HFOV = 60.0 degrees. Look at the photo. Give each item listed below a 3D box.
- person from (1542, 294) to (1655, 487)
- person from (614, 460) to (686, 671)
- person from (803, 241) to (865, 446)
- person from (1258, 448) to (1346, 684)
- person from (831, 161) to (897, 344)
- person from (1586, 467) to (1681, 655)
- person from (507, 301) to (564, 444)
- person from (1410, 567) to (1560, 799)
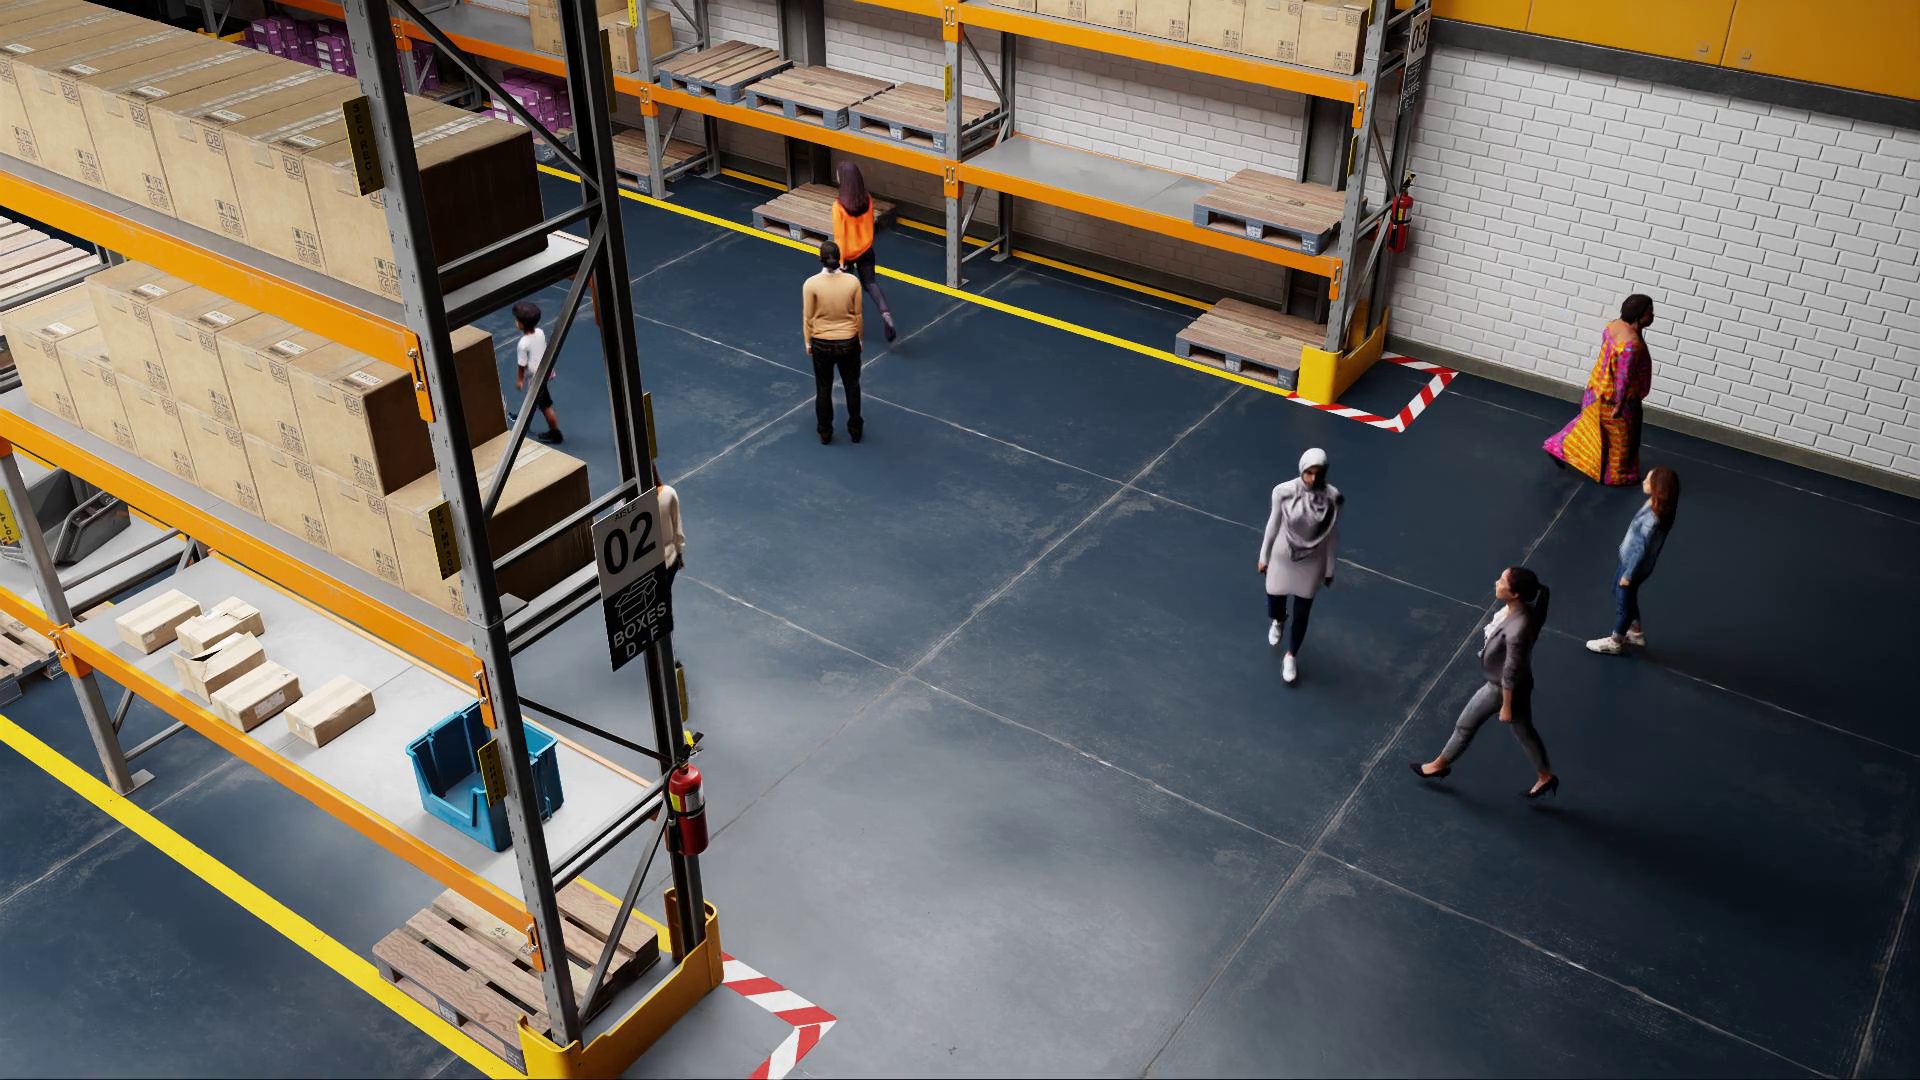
[{"bbox_3d":[5.089,-1.203,13.014,1.135,1.682,1.019,0,34,0],"label":"person"},{"bbox_3d":[-2.006,0.196,10.932,0.914,1.657,1.097,-15,37,-22],"label":"person"},{"bbox_3d":[-1.021,-1.602,13.553,0.739,1.751,0.792,-7,34,-10],"label":"person"},{"bbox_3d":[2.223,0.108,10.967,0.820,1.765,0.862,5,34,8],"label":"person"},{"bbox_3d":[-0.888,-2.559,15.020,0.791,1.721,1.116,-25,41,-32],"label":"person"},{"bbox_3d":[4.565,0.162,11.149,0.632,1.474,0.610,16,37,22],"label":"person"},{"bbox_3d":[-3.436,-1.359,13.650,0.843,1.238,0.647,10,35,15],"label":"person"},{"bbox_3d":[3.322,0.911,9.880,1.130,1.630,0.728,13,36,18],"label":"person"}]
